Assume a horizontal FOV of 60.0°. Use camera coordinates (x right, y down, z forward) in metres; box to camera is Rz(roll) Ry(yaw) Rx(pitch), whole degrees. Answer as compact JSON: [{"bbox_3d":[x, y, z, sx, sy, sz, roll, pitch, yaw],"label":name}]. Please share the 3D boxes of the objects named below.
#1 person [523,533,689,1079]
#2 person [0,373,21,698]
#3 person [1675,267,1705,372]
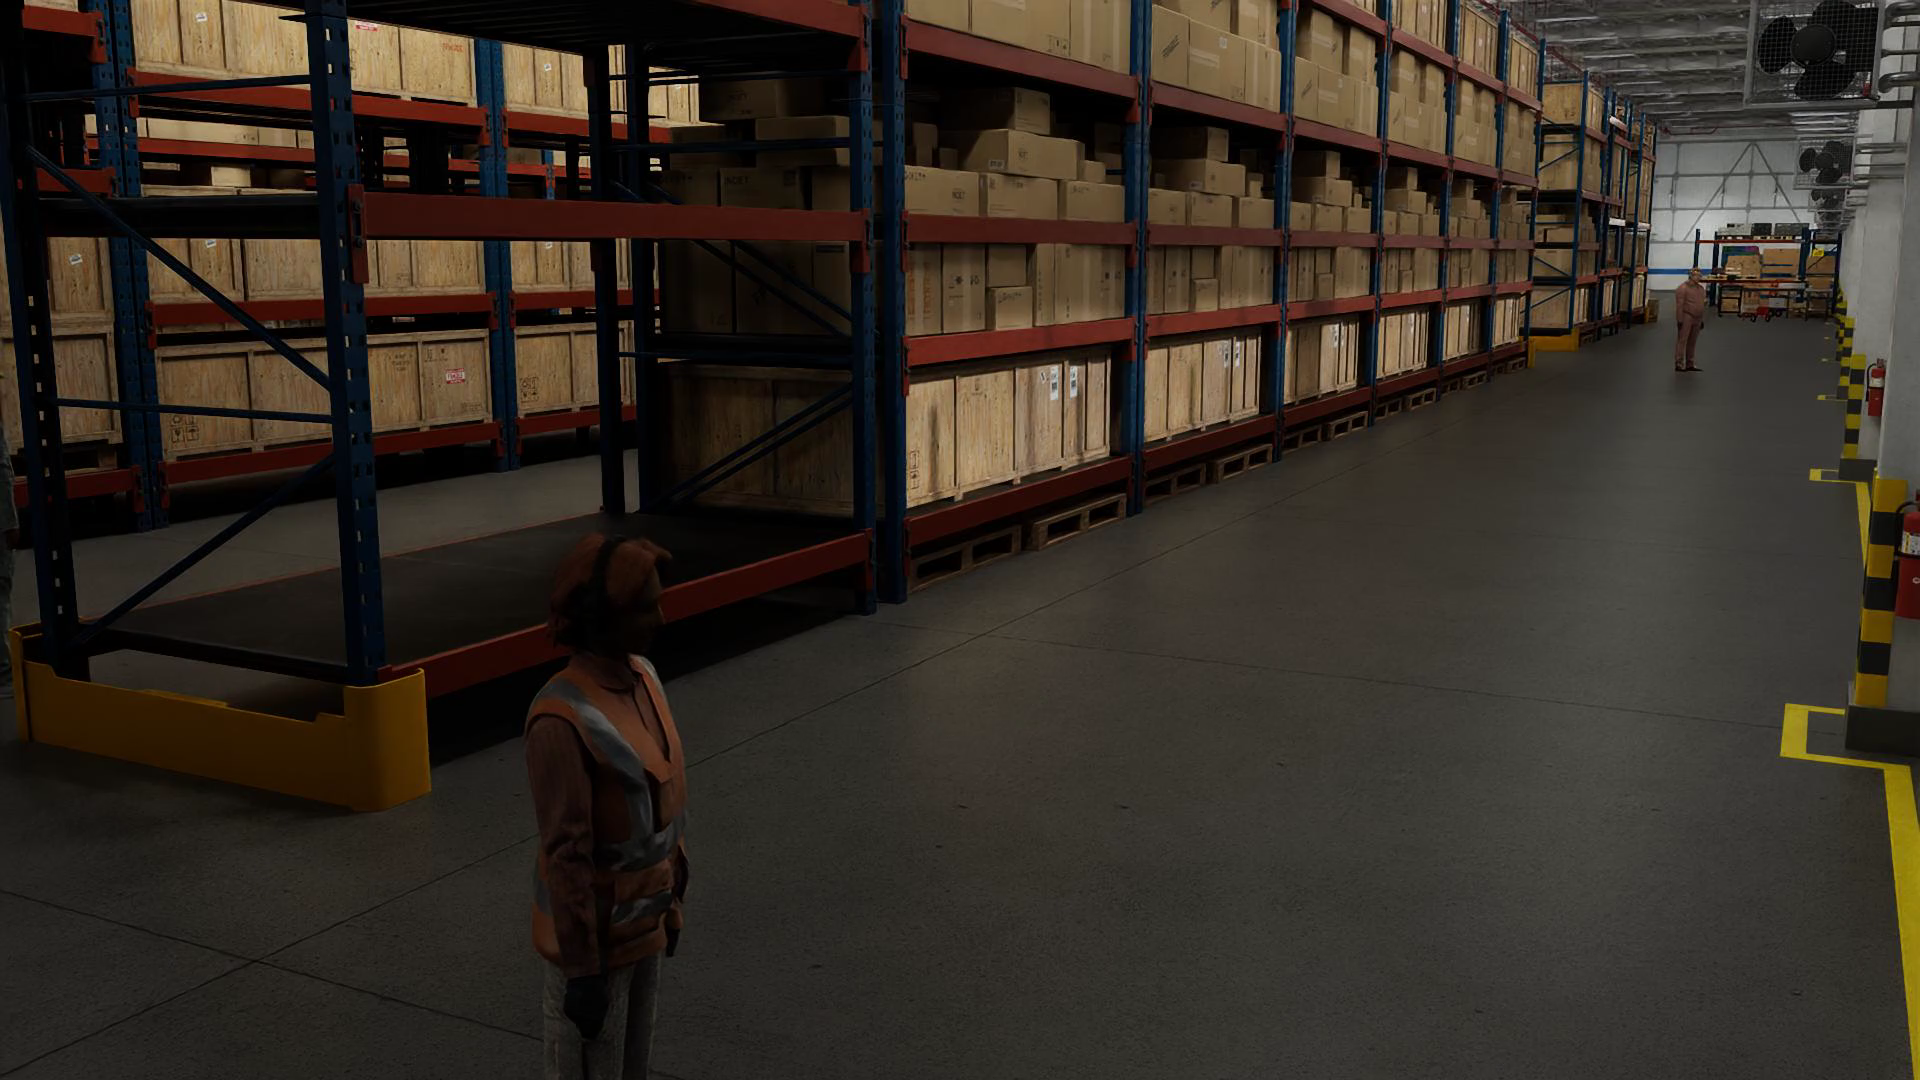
[{"bbox_3d":[-0.697,0.797,3.331,0.309,1.637,0.513,1,10,6],"label":"person"},{"bbox_3d":[-4.799,-0.091,8.190,0.484,1.735,0.309,5,11,26],"label":"person"},{"bbox_3d":[13.454,-4.051,30.608,0.643,1.912,0.410,-5,11,-25],"label":"person"}]
